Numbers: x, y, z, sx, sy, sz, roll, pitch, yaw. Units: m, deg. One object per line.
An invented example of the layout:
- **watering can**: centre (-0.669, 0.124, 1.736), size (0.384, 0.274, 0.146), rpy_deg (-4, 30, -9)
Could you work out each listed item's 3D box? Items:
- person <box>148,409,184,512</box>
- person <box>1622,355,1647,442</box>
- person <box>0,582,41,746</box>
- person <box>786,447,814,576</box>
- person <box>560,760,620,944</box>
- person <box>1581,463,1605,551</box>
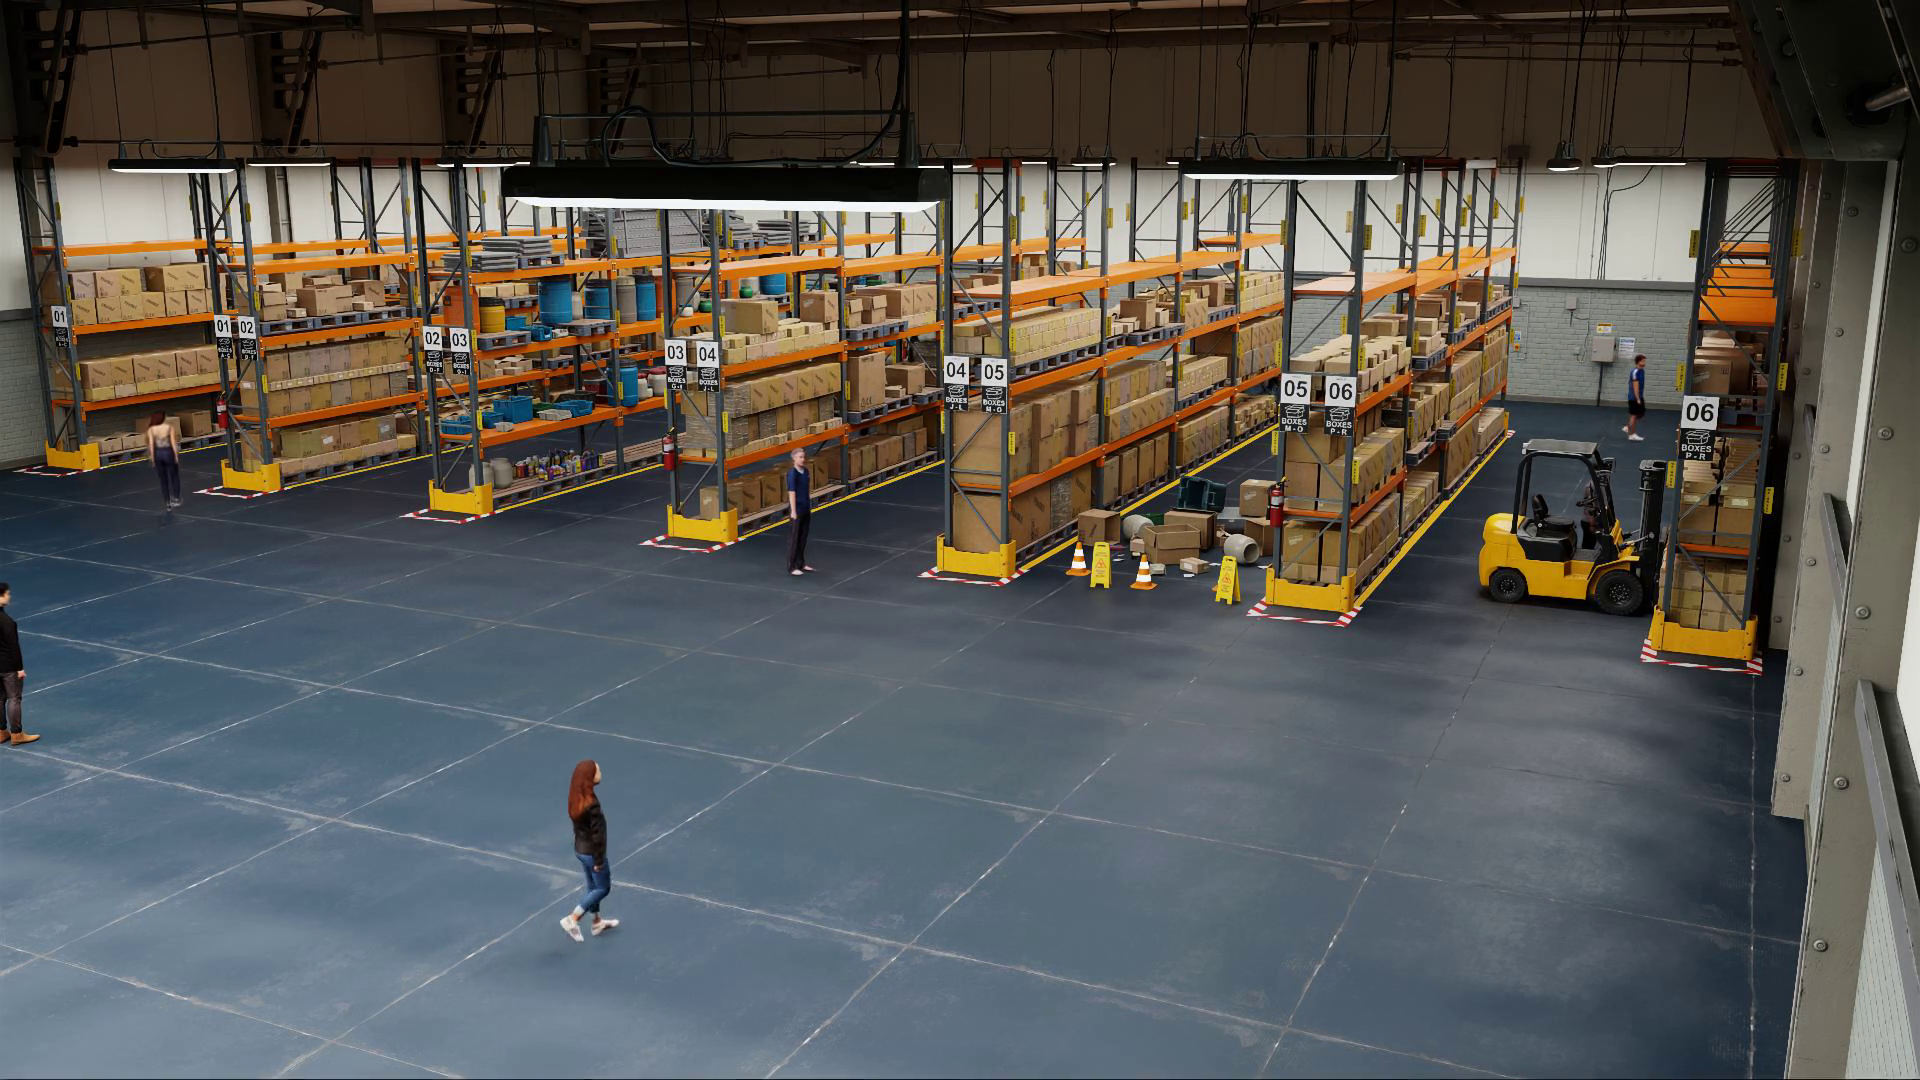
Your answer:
- **person**: centre (-13.801, -1.376, 28.843), size (0.927, 1.743, 1.014), rpy_deg (-4, 14, -16)
- **person**: centre (14.570, -3.092, 35.997), size (0.847, 1.858, 0.802), rpy_deg (11, 17, 40)
- **person**: centre (-10.003, 1.284, 17.404), size (0.646, 1.722, 0.506), rpy_deg (6, 14, 23)
- **person**: centre (-2.381, -0.443, 24.533), size (0.723, 1.870, 0.475), rpy_deg (6, 15, 26)
- **person**: centre (-2.937, 2.437, 12.978), size (0.858, 1.472, 0.736), rpy_deg (-11, 17, -40)
- **person**: centre (9.099, -0.257, 23.984), size (0.678, 1.754, 0.480), rpy_deg (5, 14, 22)
